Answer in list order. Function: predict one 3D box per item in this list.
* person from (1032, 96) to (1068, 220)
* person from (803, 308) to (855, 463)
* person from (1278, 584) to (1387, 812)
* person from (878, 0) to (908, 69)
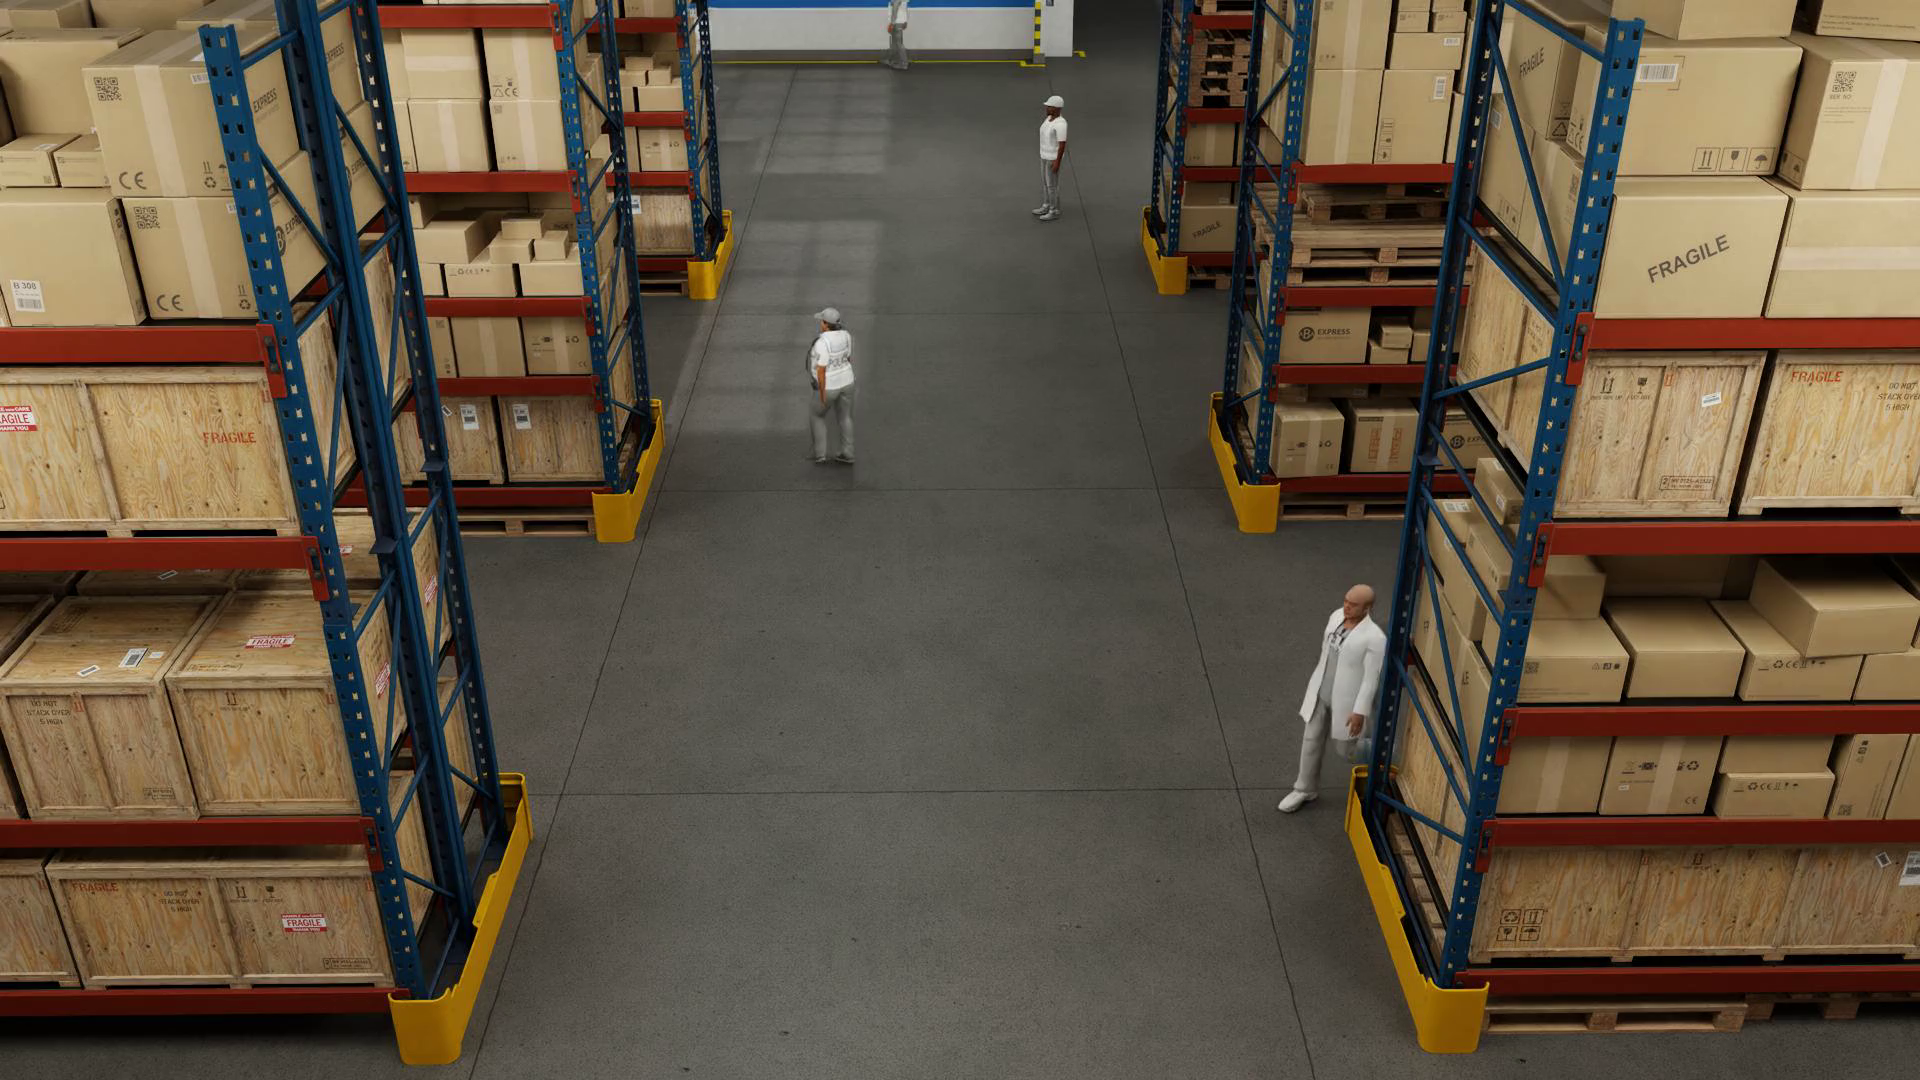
[{"bbox_3d":[1.318,-5.599,24.322,0.416,1.769,0.561,-8,29,-15],"label":"person"},{"bbox_3d":[-1.322,-1.566,16.922,0.491,1.690,0.551,-24,37,-37],"label":"person"},{"bbox_3d":[2.731,1.113,11.832,0.882,1.762,0.581,-19,34,-32],"label":"person"},{"bbox_3d":[-1.352,-10.279,33.002,0.696,1.766,0.563,8,29,15],"label":"person"}]
